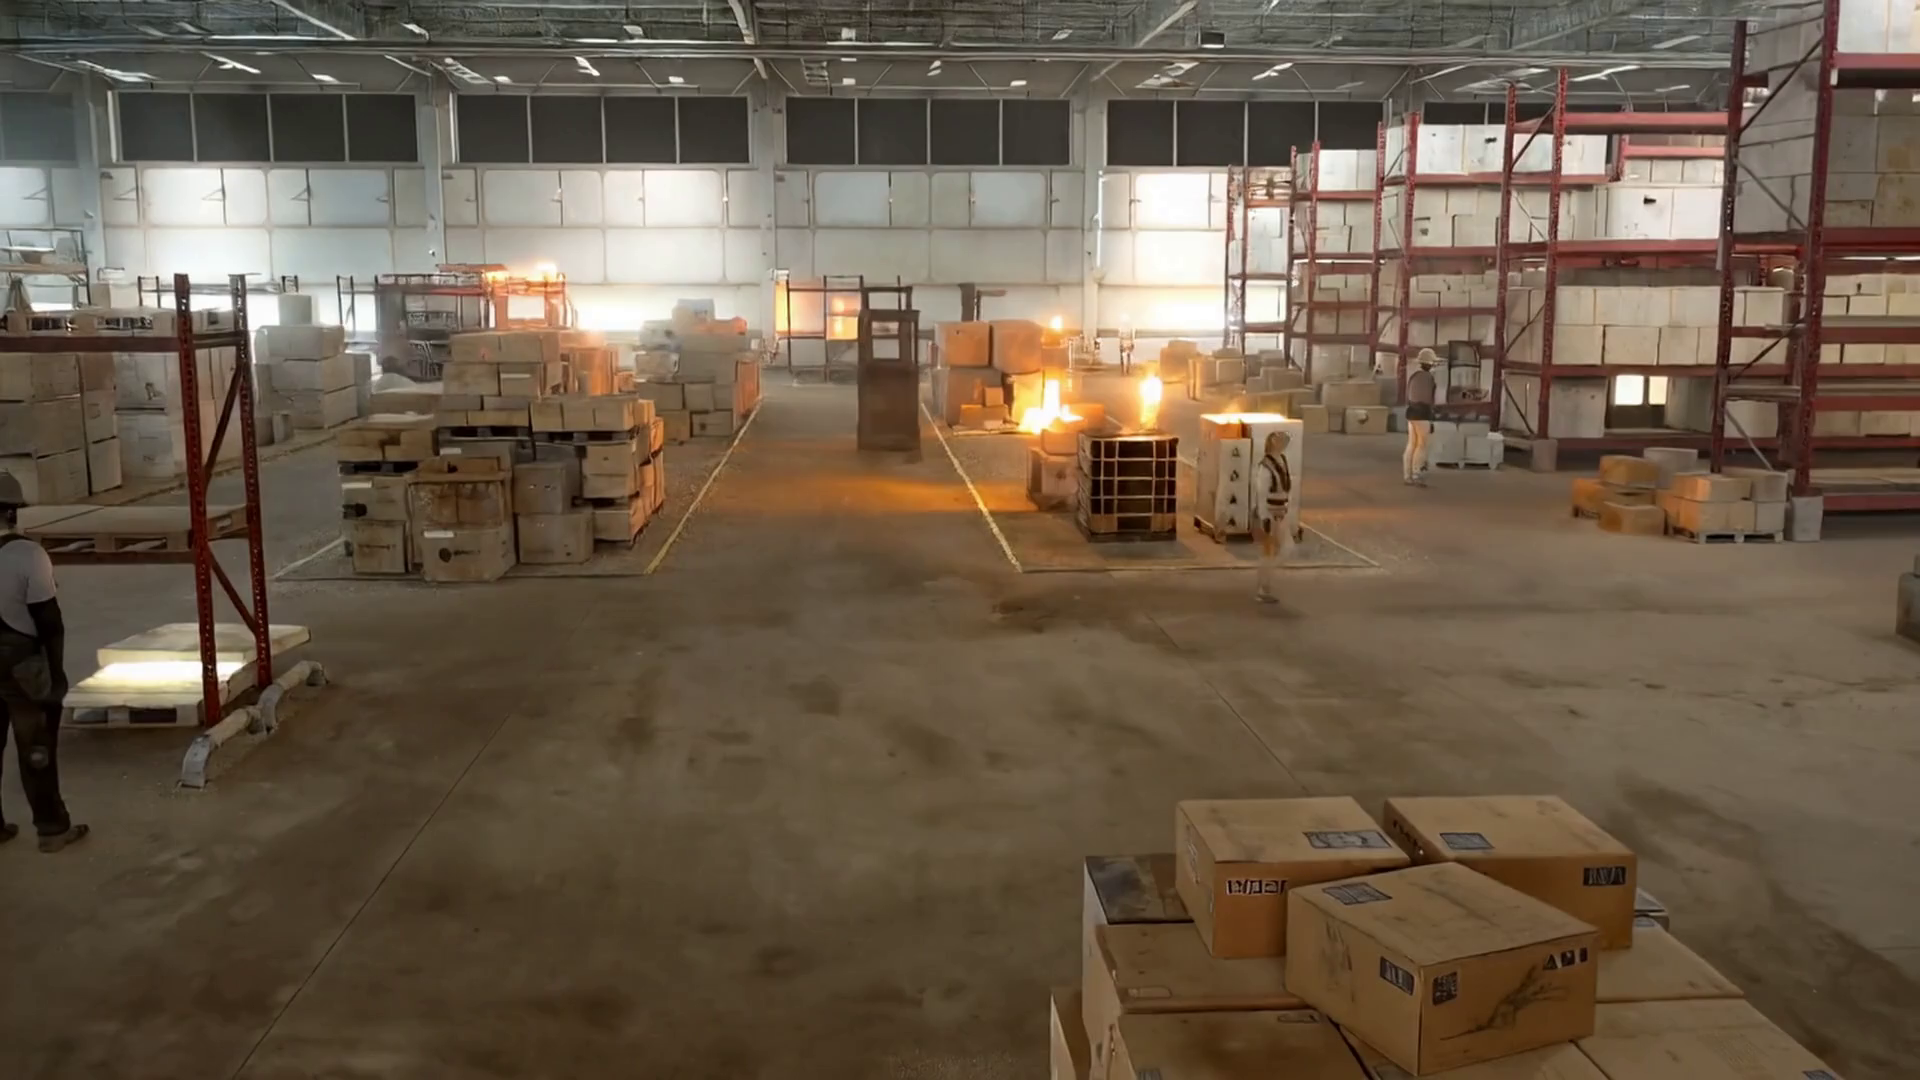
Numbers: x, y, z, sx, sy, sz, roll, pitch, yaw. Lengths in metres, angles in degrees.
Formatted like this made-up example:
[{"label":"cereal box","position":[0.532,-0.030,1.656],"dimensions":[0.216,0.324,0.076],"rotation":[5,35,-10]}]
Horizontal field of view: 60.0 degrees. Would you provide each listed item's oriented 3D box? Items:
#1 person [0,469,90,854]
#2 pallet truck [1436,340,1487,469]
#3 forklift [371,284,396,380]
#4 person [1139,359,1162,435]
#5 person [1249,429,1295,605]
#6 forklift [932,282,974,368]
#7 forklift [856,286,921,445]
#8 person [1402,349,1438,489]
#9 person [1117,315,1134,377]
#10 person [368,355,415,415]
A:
[{"label":"person","position":[-4.980,0.626,8.727],"dimensions":[0.673,2.000,0.536],"rotation":[1,9,5]},{"label":"pallet truck","position":[8.004,-2.170,26.422],"dimensions":[0.823,1.965,1.885],"rotation":[2,9,14]},{"label":"forklift","position":[-13.314,-4.566,38.702],"dimensions":[1.873,2.768,1.129],"rotation":[-1,9,-7]},{"label":"person","position":[3.006,-2.012,26.366],"dimensions":[0.321,1.695,0.537],"rotation":[6,11,35]},{"label":"person","position":[2.880,-0.211,15.270],"dimensions":[0.359,1.627,0.536],"rotation":[7,11,36]},{"label":"forklift","position":[0.184,-5.571,45.012],"dimensions":[1.873,2.768,1.129],"rotation":[-1,9,-4]},{"label":"forklift","position":[-1.310,-3.175,29.967],"dimensions":[1.129,2.768,1.873],"rotation":[-1,9,-4]},{"label":"person","position":[6.578,-1.716,23.665],"dimensions":[0.434,1.975,0.613],"rotation":[-3,9,-16]},{"label":"person","position":[5.009,-5.852,50.018],"dimensions":[0.557,1.866,1.028],"rotation":[4,10,23]},{"label":"person","position":[-7.839,-1.597,23.074],"dimensions":[0.646,1.923,0.481],"rotation":[-3,10,-18]}]
